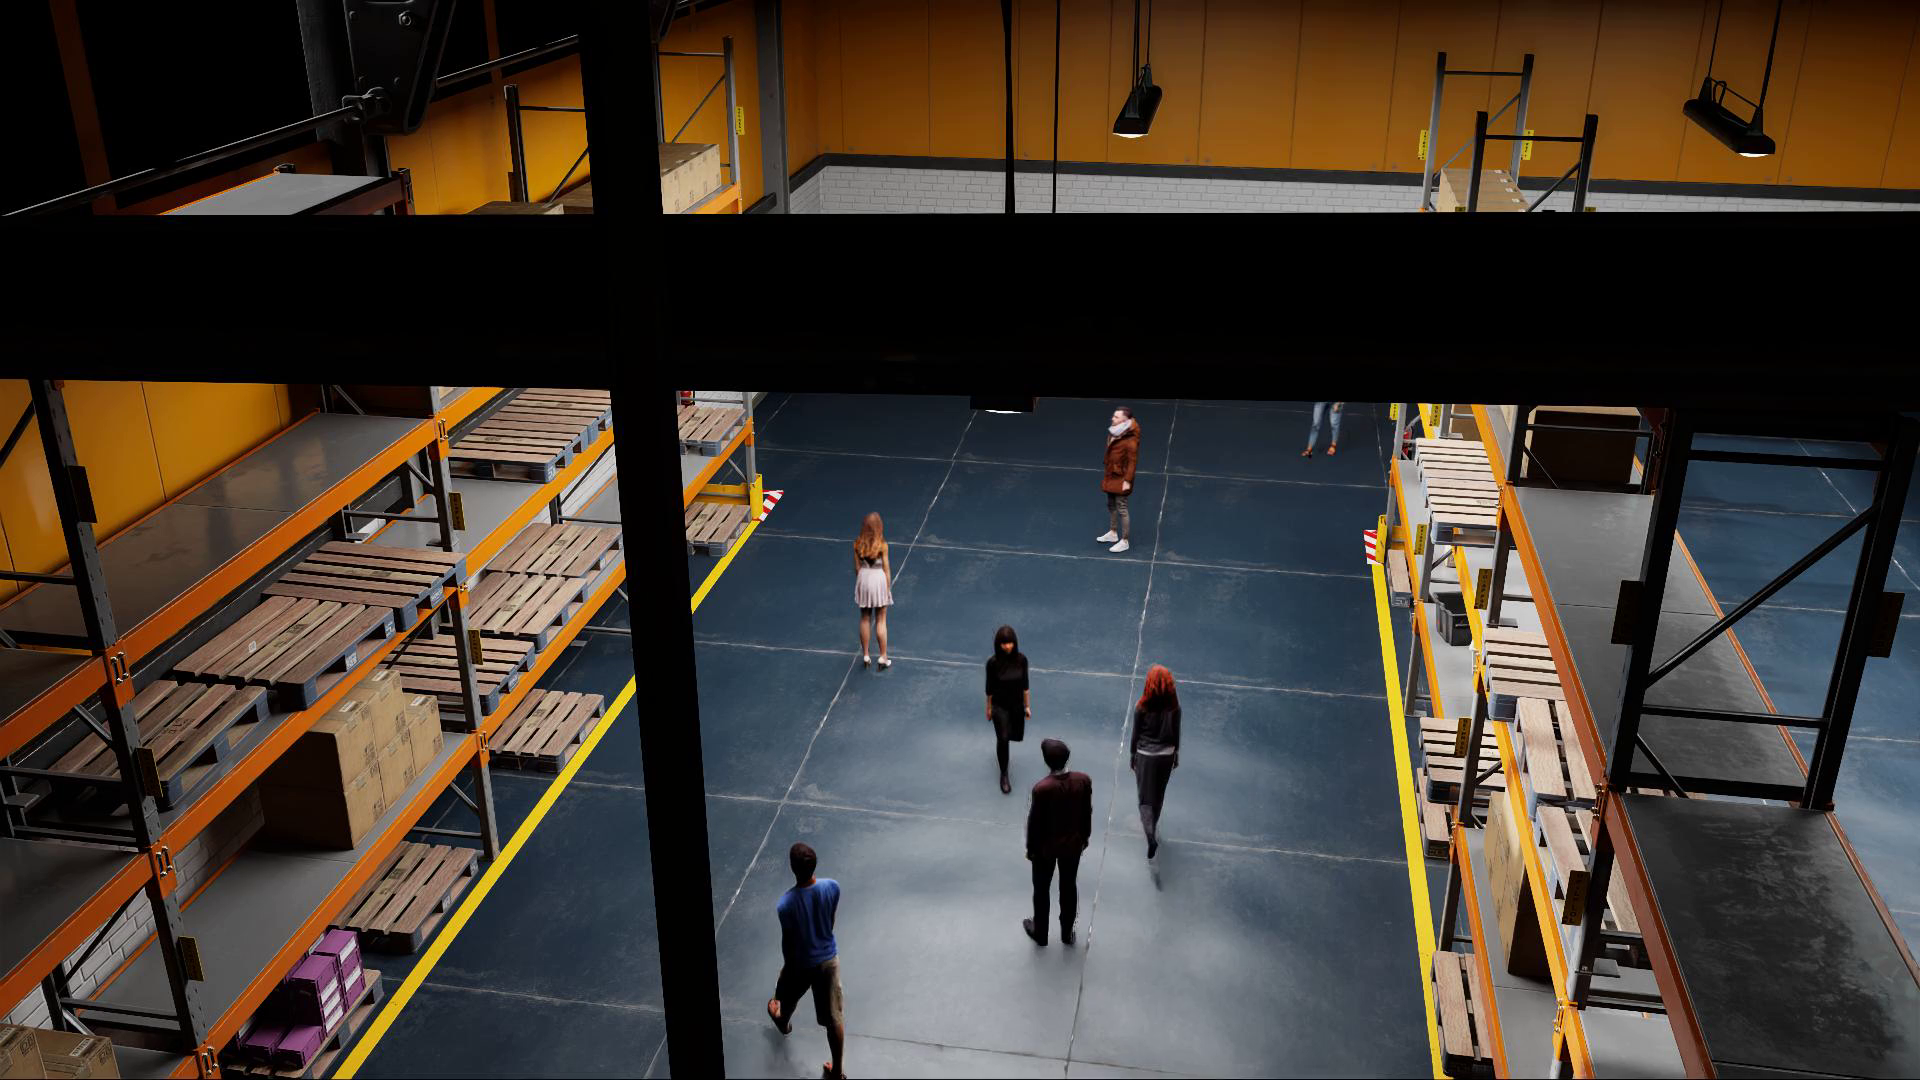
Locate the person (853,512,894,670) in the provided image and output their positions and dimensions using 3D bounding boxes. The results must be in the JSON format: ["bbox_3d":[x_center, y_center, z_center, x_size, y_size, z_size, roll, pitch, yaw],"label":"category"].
[{"bbox_3d":[-0.919,0.537,17.499,0.584,1.769,0.600,7,25,15],"label":"person"}]

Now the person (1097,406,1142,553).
[{"bbox_3d":[1.960,-0.770,20.401,0.908,1.839,0.827,-9,25,-21],"label":"person"}]

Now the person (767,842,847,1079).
[{"bbox_3d":[-0.994,3.028,11.742,1.097,1.815,1.288,-11,26,-23],"label":"person"}]

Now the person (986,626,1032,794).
[{"bbox_3d":[0.432,1.503,15.466,0.796,1.627,0.982,-5,24,-12],"label":"person"}]

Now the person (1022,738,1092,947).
[{"bbox_3d":[0.763,2.385,13.160,0.809,1.858,0.797,-4,24,-10],"label":"person"}]

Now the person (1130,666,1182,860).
[{"bbox_3d":[1.686,1.938,14.311,0.746,1.755,1.053,-1,24,-3],"label":"person"}]
